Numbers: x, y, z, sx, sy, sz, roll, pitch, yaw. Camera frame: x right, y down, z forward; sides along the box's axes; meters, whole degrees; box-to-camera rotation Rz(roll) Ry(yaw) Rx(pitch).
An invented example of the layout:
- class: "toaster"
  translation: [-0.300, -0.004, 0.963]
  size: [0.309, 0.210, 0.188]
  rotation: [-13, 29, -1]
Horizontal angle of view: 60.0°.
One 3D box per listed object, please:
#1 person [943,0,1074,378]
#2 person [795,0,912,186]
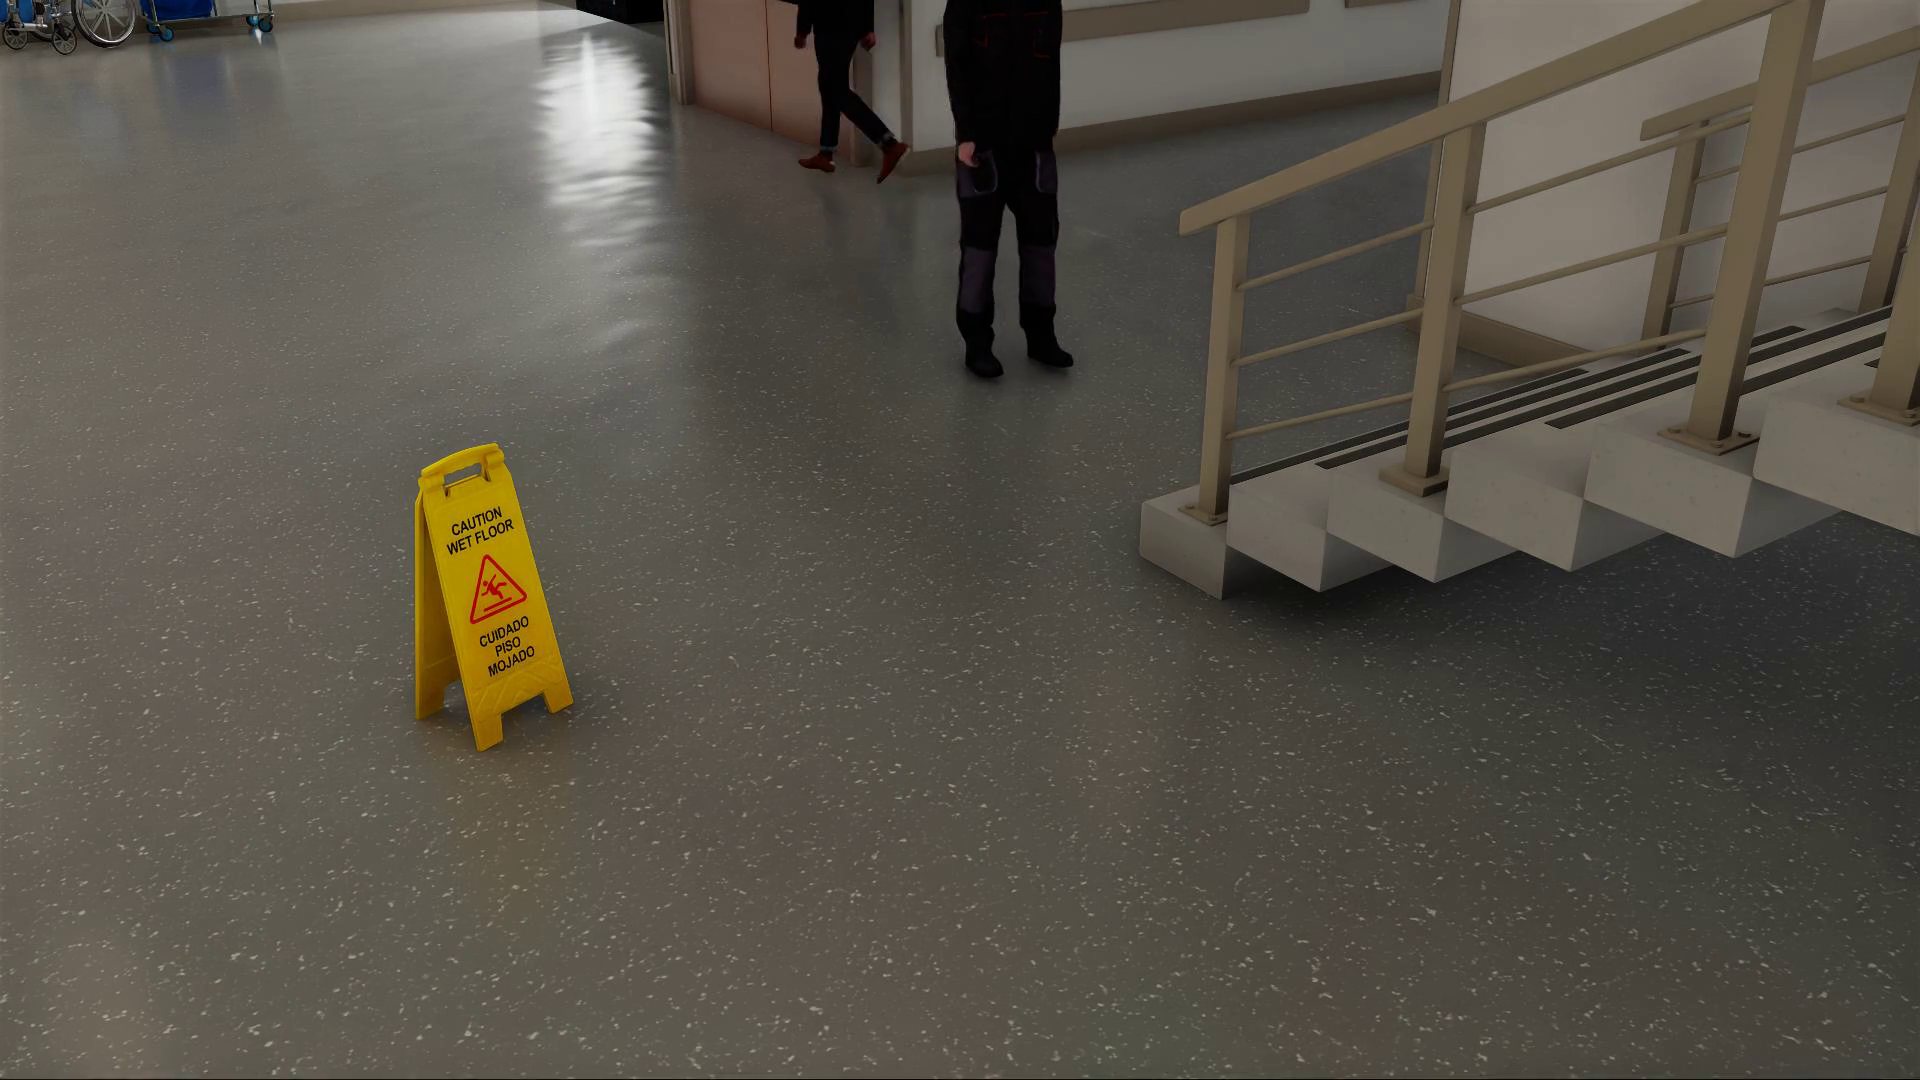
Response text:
- class: "person"
  translation: [0.163, -1.639, 6.885]
  size: [0.747, 1.907, 0.710]
  rotation: [-10, 28, -20]
- class: "person"
  translation: [-0.641, -3.013, 9.881]
  size: [1.223, 1.778, 1.025]
  rotation: [12, 28, 23]
